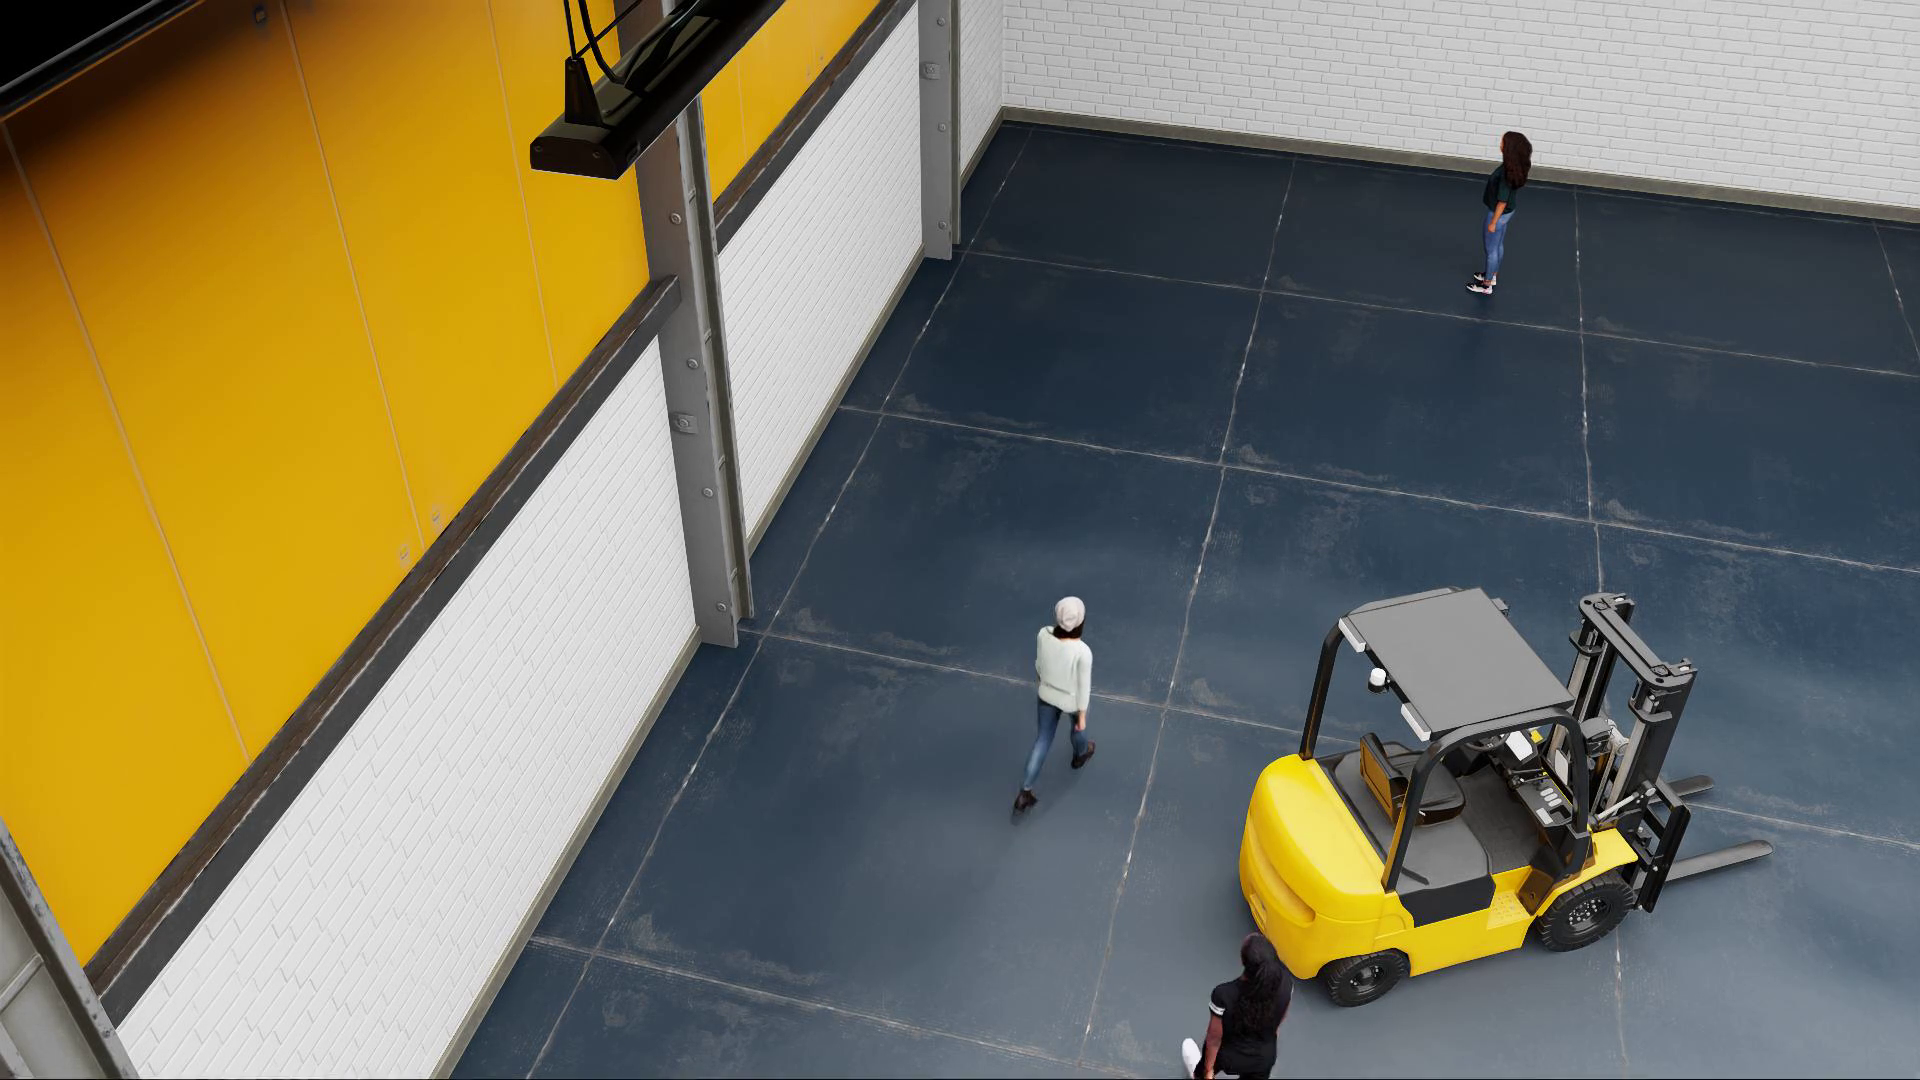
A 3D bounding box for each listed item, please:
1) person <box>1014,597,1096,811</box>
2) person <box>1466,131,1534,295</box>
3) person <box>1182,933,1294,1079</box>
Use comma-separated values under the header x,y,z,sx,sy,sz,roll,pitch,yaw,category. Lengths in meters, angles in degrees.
x,y,z,sx,sy,sz,roll,pitch,yaw,category
0.605,1.054,10.612,0.859,1.610,1.175,24,44,27,person
5.142,-3.122,15.837,0.729,1.615,0.622,21,43,24,person
1.471,2.696,8.498,0.971,1.680,1.245,-7,39,-9,person
